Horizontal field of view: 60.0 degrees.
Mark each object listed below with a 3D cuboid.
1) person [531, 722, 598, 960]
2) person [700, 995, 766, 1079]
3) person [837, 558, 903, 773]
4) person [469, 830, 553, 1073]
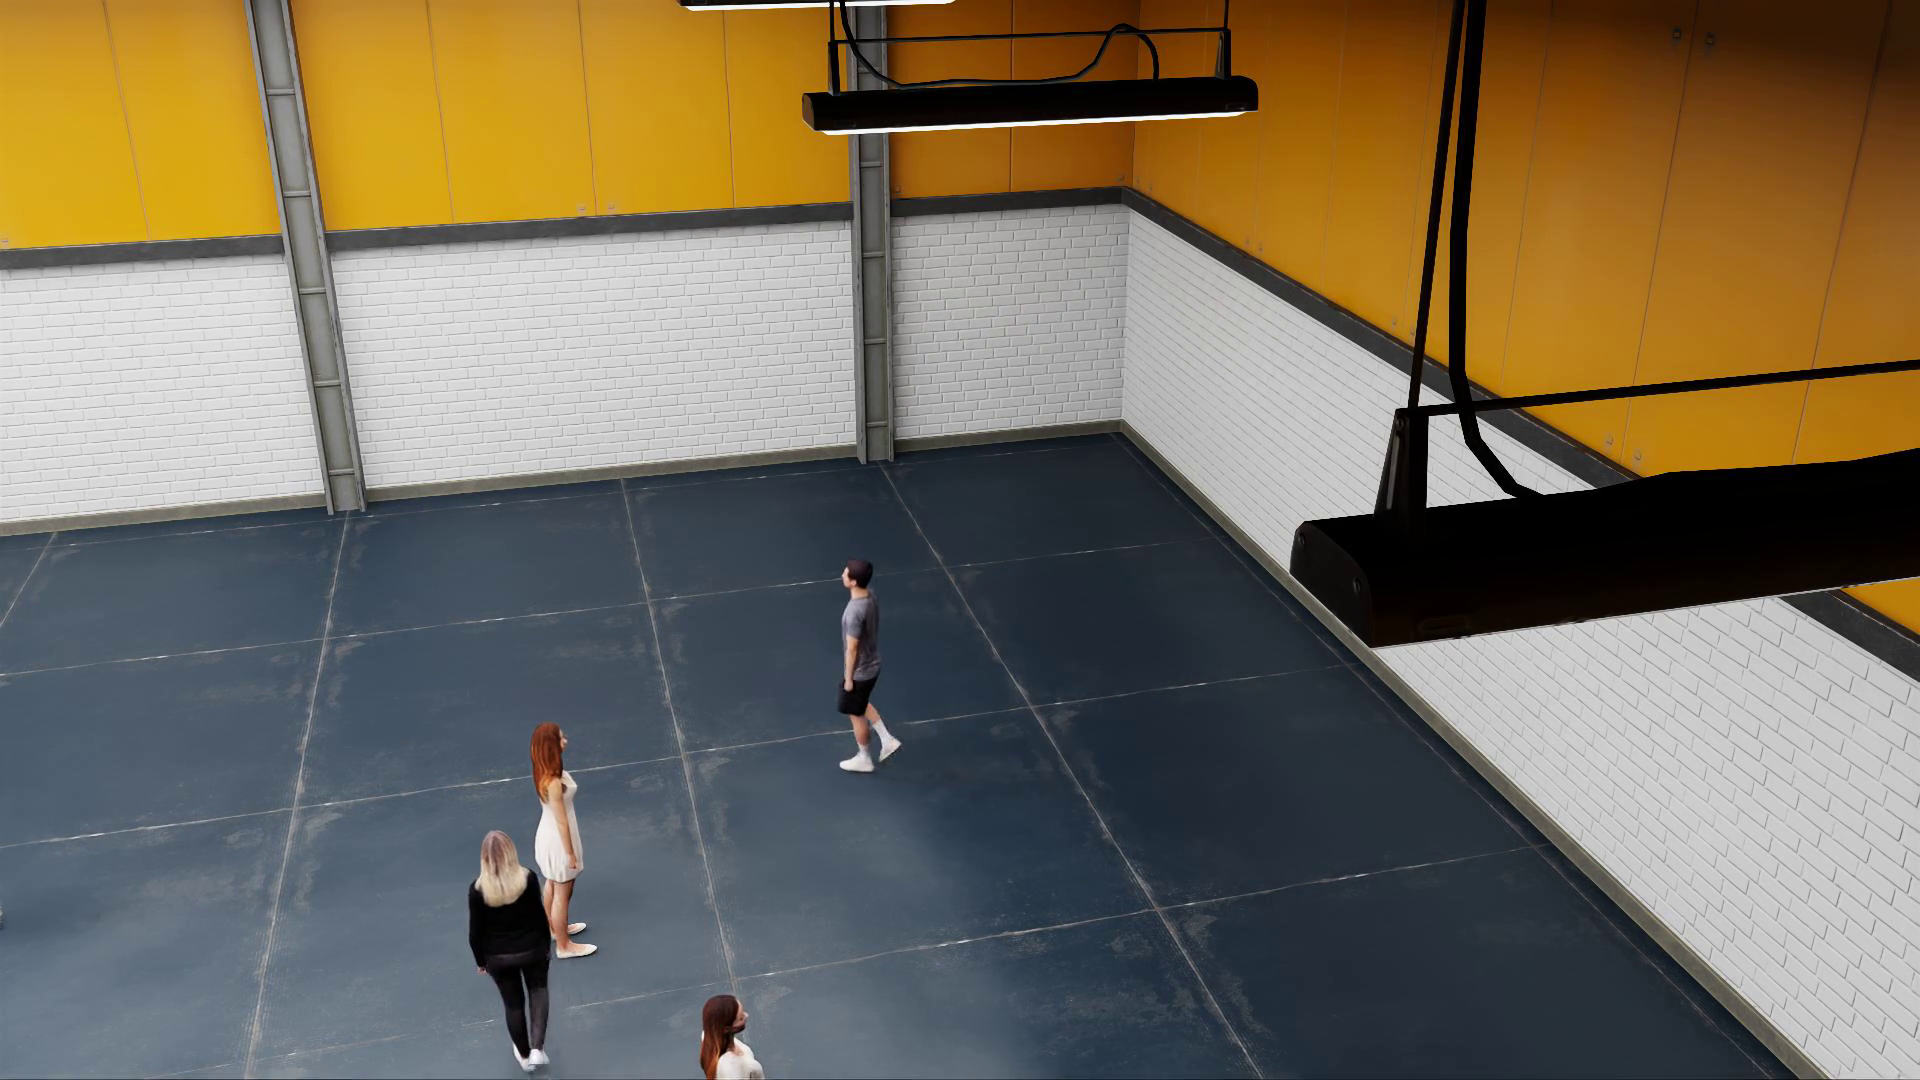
[{"bbox_3d":[-2.670,1.972,11.026,0.563,1.709,0.595,-11,26,-23],"label":"person"},{"bbox_3d":[-1.175,3.050,8.581,0.607,1.692,0.656,-11,26,-24],"label":"person"},{"bbox_3d":[-0.682,1.006,13.048,0.941,1.860,0.871,6,24,14],"label":"person"},{"bbox_3d":[-2.621,2.505,9.847,0.641,1.676,0.700,-8,25,-17],"label":"person"}]
